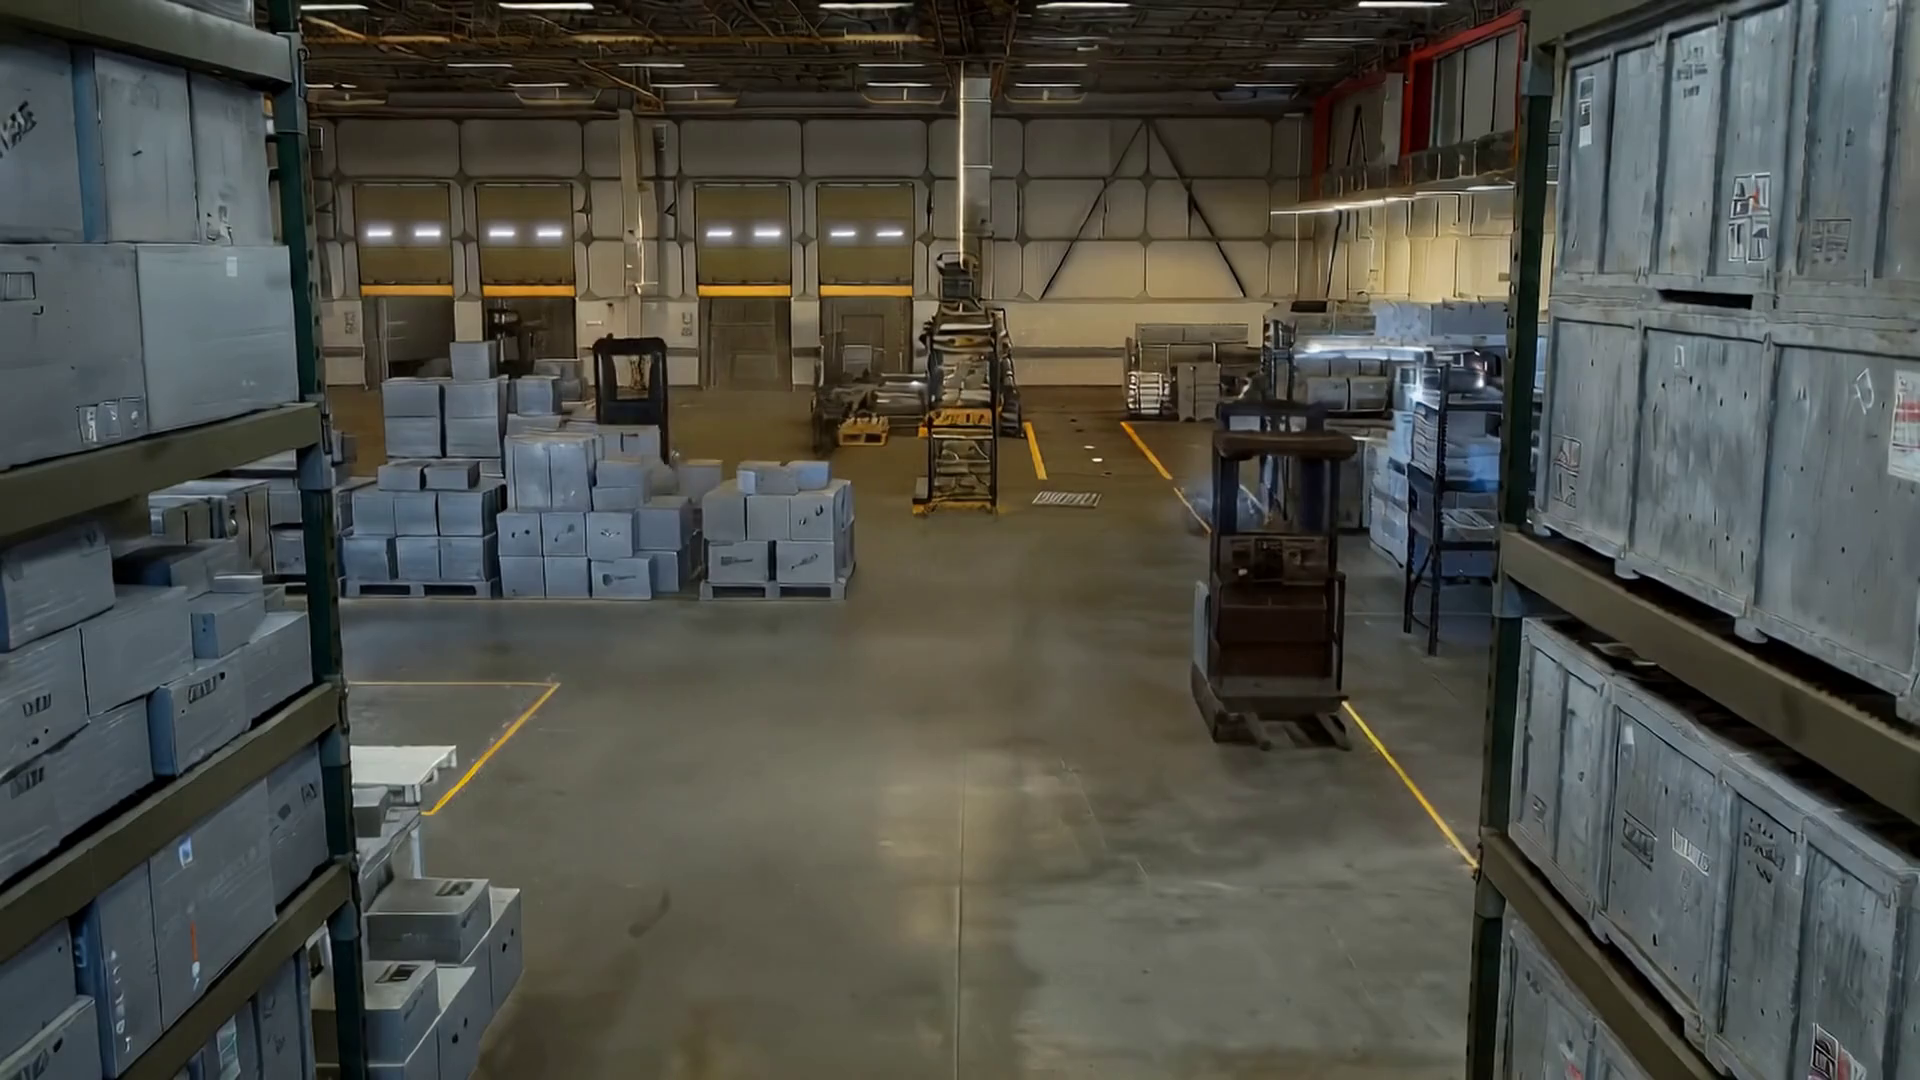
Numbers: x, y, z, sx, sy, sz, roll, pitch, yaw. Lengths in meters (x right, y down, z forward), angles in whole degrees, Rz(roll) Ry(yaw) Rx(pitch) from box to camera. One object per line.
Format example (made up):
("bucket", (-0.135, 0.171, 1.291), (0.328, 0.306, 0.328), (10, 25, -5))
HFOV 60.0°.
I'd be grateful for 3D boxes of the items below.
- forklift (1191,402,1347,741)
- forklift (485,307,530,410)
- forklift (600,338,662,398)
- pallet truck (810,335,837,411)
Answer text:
("forklift", (2.698, 0.179, 14.668), (1.129, 2.768, 1.873), (0, 10, 1))
("forklift", (-10.754, -4.150, 39.646), (1.129, 2.768, 1.873), (0, 10, 1))
("forklift", (-5.031, -1.723, 25.645), (1.129, 2.768, 1.873), (-2, 10, -9))
("pallet truck", (-3.021, -4.312, 43.126), (1.885, 1.965, 0.823), (3, 10, 17))
